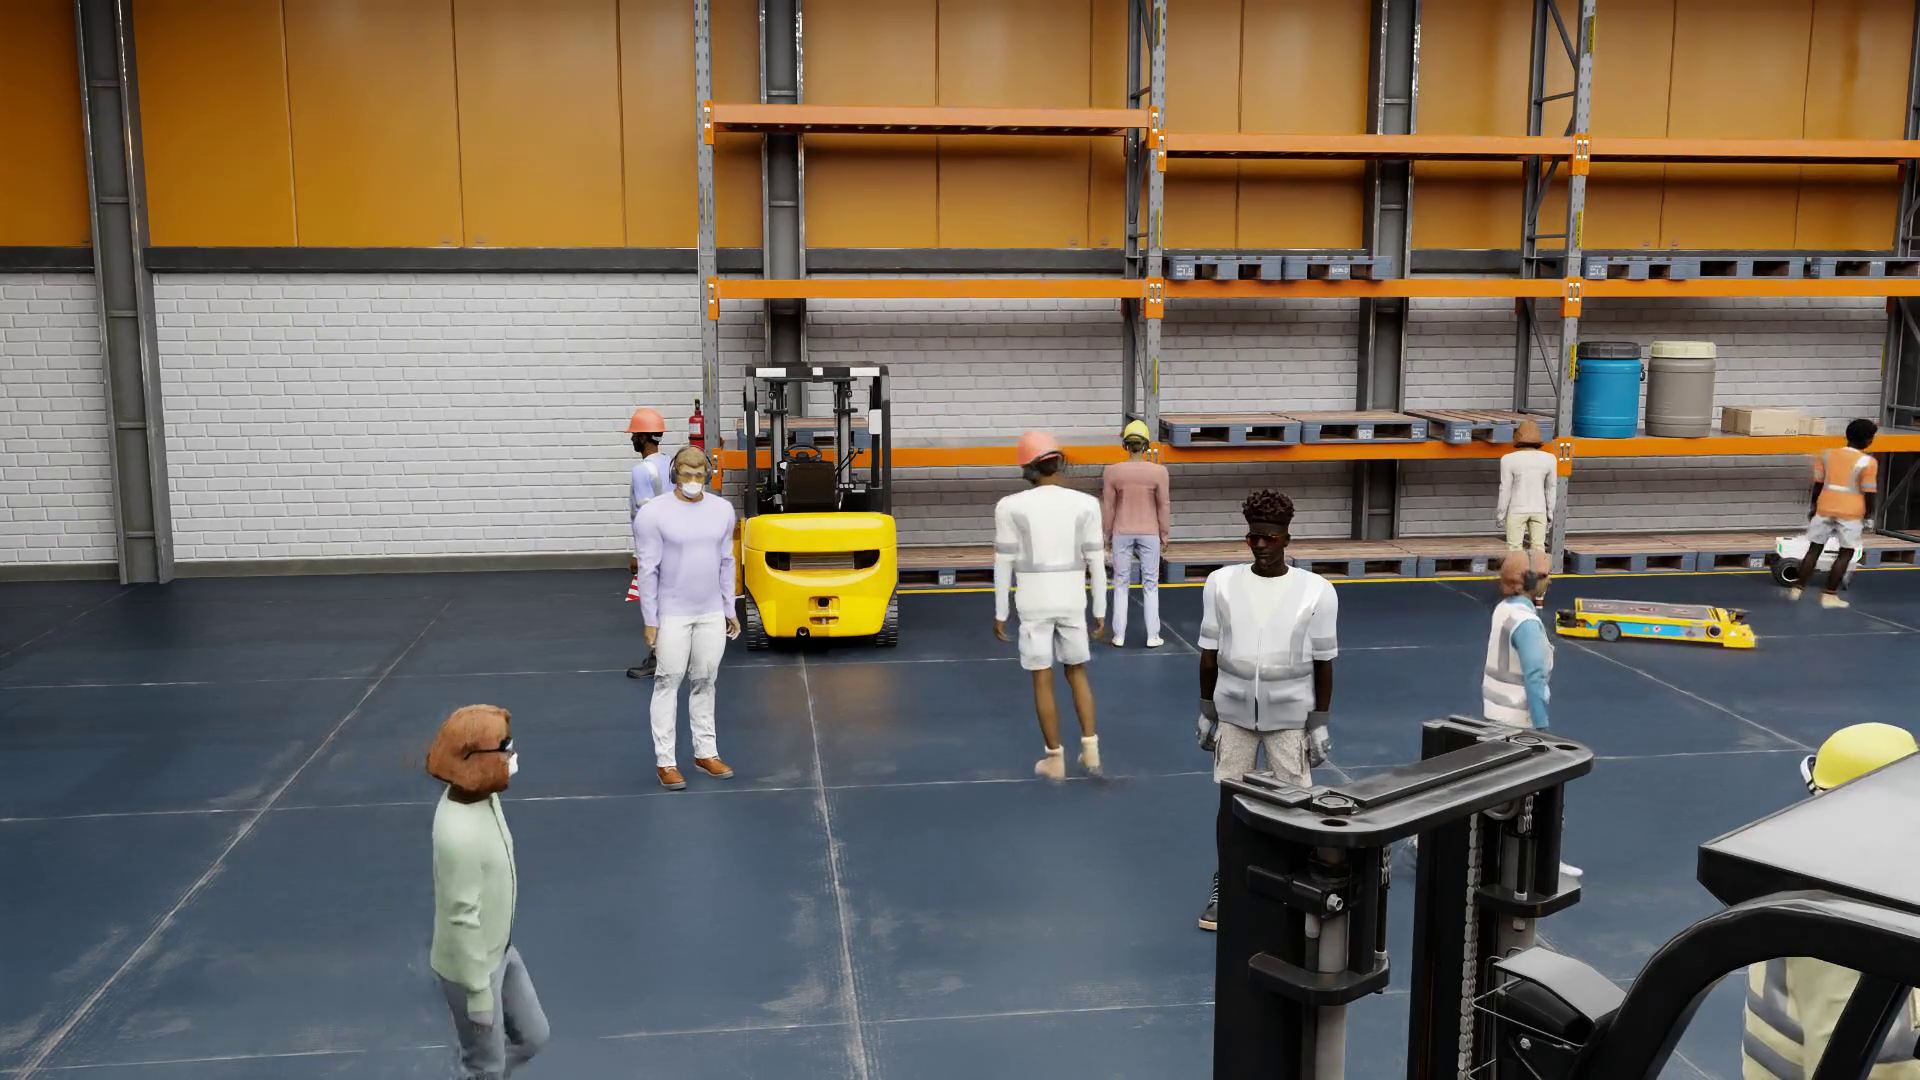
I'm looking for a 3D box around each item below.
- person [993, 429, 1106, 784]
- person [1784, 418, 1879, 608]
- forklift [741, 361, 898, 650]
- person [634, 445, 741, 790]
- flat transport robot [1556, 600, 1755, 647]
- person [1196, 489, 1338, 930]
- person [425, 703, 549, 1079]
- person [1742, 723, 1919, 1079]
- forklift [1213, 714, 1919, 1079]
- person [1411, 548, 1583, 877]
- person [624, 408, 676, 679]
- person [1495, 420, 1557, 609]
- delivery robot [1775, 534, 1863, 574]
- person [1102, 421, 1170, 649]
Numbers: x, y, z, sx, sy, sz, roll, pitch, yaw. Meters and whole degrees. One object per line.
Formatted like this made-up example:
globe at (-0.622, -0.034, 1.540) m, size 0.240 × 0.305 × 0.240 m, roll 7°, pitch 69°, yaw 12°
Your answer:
person at (0.505, 0.375, 9.507) m, size 0.630 × 2.008 × 0.561 m, roll -2°, pitch 9°, yaw -10°
person at (7.554, -0.231, 14.352) m, size 0.345 × 1.656 × 0.688 m, roll -6°, pitch 11°, yaw -32°
forklift at (-1.154, -0.340, 13.365) m, size 1.214 × 2.155 × 2.313 m, roll -1°, pitch 9°, yaw -7°
person at (-1.525, 0.424, 9.408) m, size 0.627 × 1.935 × 0.371 m, roll -7°, pitch 12°, yaw -38°
flat transport robot at (5.495, 0.644, 13.209) m, size 1.431 × 0.197 × 0.652 m, roll 3°, pitch 10°, yaw 19°
person at (1.323, 0.753, 7.254) m, size 0.603 × 1.966 × 0.368 m, roll 3°, pitch 10°, yaw 19°
person at (-1.427, 1.279, 5.029) m, size 0.348 × 1.619 × 0.535 m, roll -1°, pitch 9°, yaw -7°
person at (2.125, 1.334, 4.063) m, size 0.404 × 1.827 × 0.589 m, roll 4°, pitch 10°, yaw 23°
forklift at (1.441, 1.425, 2.350) m, size 1.214 × 2.155 × 2.313 m, roll -7°, pitch 12°, yaw -39°
person at (2.565, 0.831, 7.860) m, size 0.784 × 1.610 × 0.511 m, roll 2°, pitch 9°, yaw 11°
person at (-2.211, 0.025, 11.888) m, size 0.361 × 1.938 × 0.546 m, roll 2°, pitch 9°, yaw 13°
person at (4.876, -0.217, 14.341) m, size 0.507 × 1.631 × 0.276 m, roll 0°, pitch 9°, yaw -3°
delivery robot at (7.933, 0.109, 15.375) m, size 0.707 × 0.478 × 0.477 m, roll 4°, pitch 10°, yaw 21°
person at (1.357, -0.038, 12.823) m, size 0.523 × 1.765 × 0.322 m, roll 2°, pitch 9°, yaw 11°
